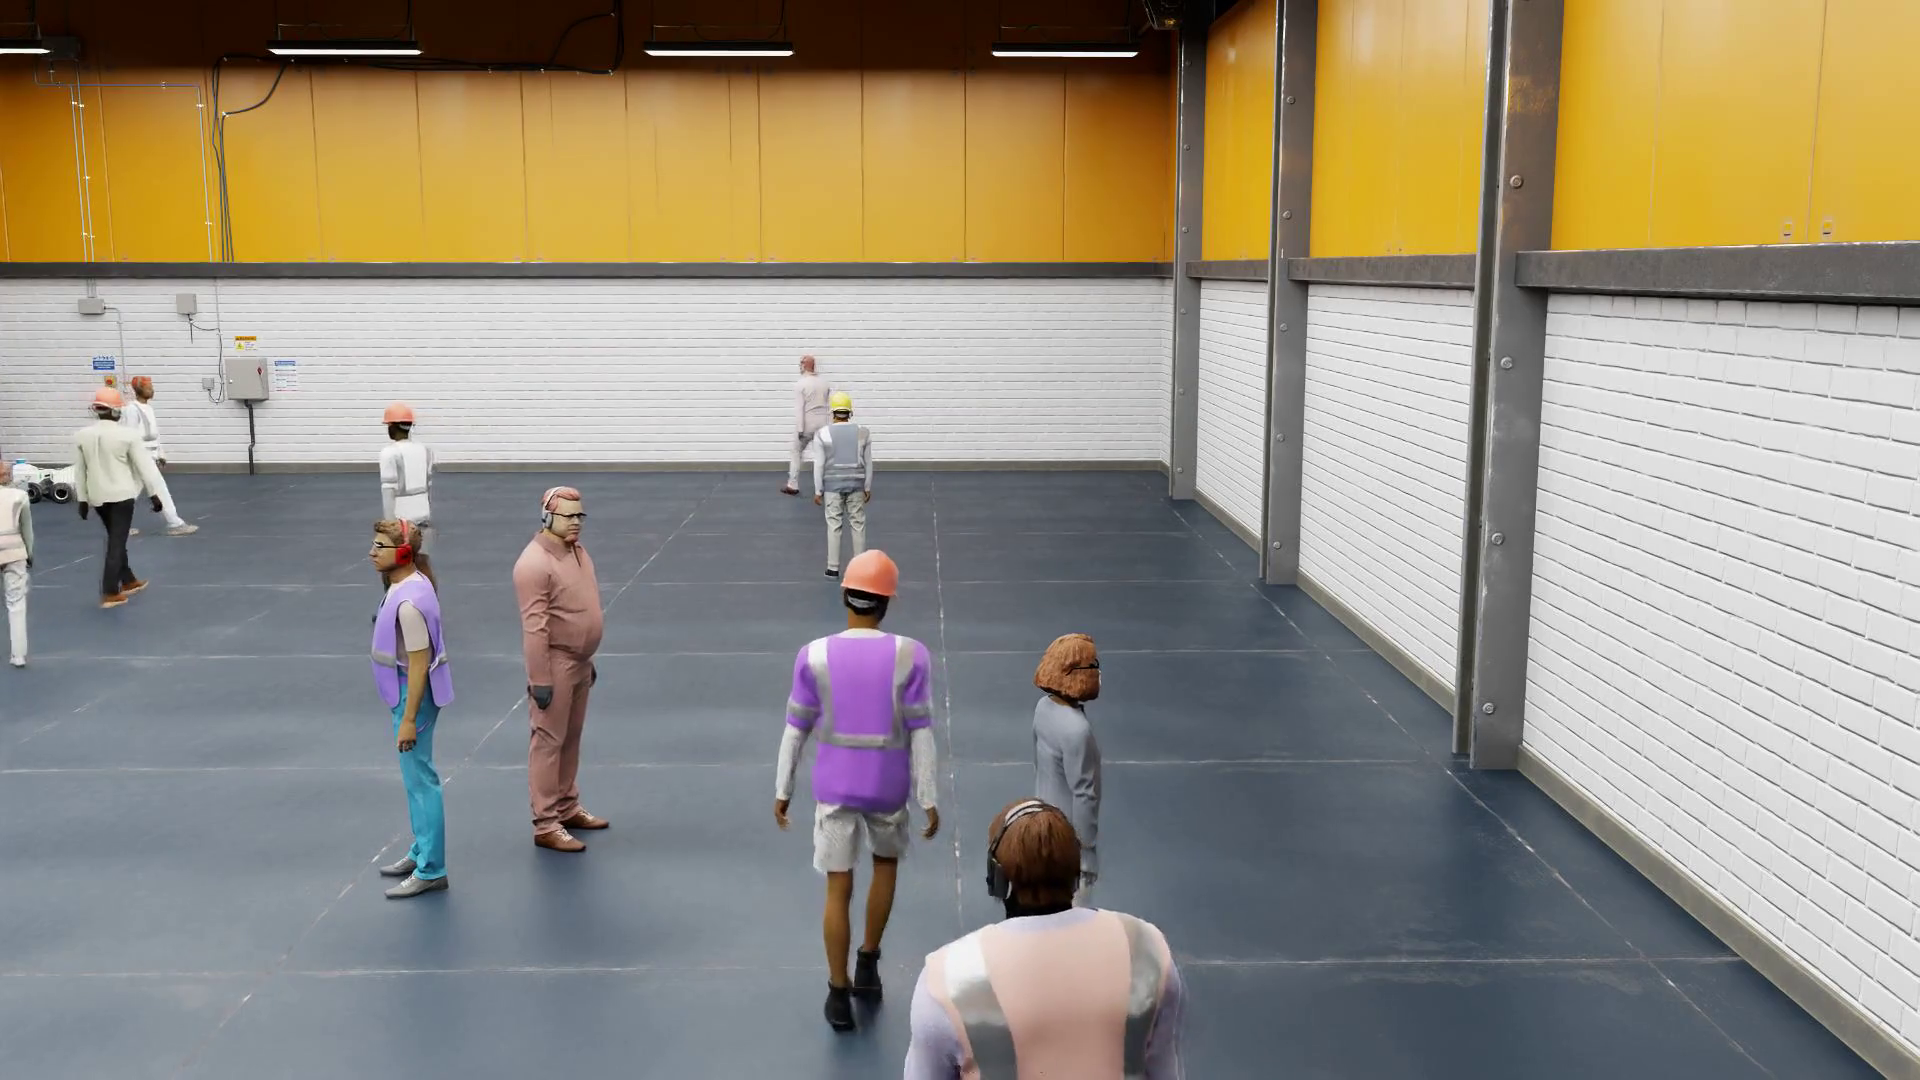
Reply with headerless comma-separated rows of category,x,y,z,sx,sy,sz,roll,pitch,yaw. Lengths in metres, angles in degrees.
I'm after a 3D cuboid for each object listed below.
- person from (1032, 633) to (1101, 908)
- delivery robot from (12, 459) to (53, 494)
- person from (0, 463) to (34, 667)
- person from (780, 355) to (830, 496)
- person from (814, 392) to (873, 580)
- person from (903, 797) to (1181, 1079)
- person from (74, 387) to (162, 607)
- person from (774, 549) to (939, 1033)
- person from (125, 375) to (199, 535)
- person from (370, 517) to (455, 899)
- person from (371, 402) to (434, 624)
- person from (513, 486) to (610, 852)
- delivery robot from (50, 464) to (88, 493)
person,0.426,1.168,6.510,0.282,1.633,0.498,-3,10,-16
delivery robot,-12.225,-0.816,21.682,0.707,0.478,0.477,0,9,2
person,-7.401,0.158,12.784,0.520,1.614,0.729,-7,12,-38
person,-2.070,-1.531,22.315,0.642,1.874,0.863,-9,13,-43
person,-1.148,-0.526,16.281,0.587,1.835,0.404,-3,10,-16
person,0.168,1.491,3.931,0.660,1.825,0.537,-3,10,-17
person,-7.624,-0.409,15.181,0.637,1.955,0.924,2,9,11
person,-0.424,0.994,6.723,0.688,1.905,0.593,0,9,-1
person,-9.277,-0.956,18.935,0.979,1.835,0.595,-2,9,-11
person,-2.664,0.800,8.099,0.386,1.849,0.567,-4,10,-21
person,-4.746,-0.204,14.062,0.760,1.908,0.584,5,11,29
person,-2.079,0.663,8.779,0.399,1.905,0.642,2,9,10
delivery robot,-11.487,-0.826,21.747,0.707,0.478,0.477,-4,10,-25
